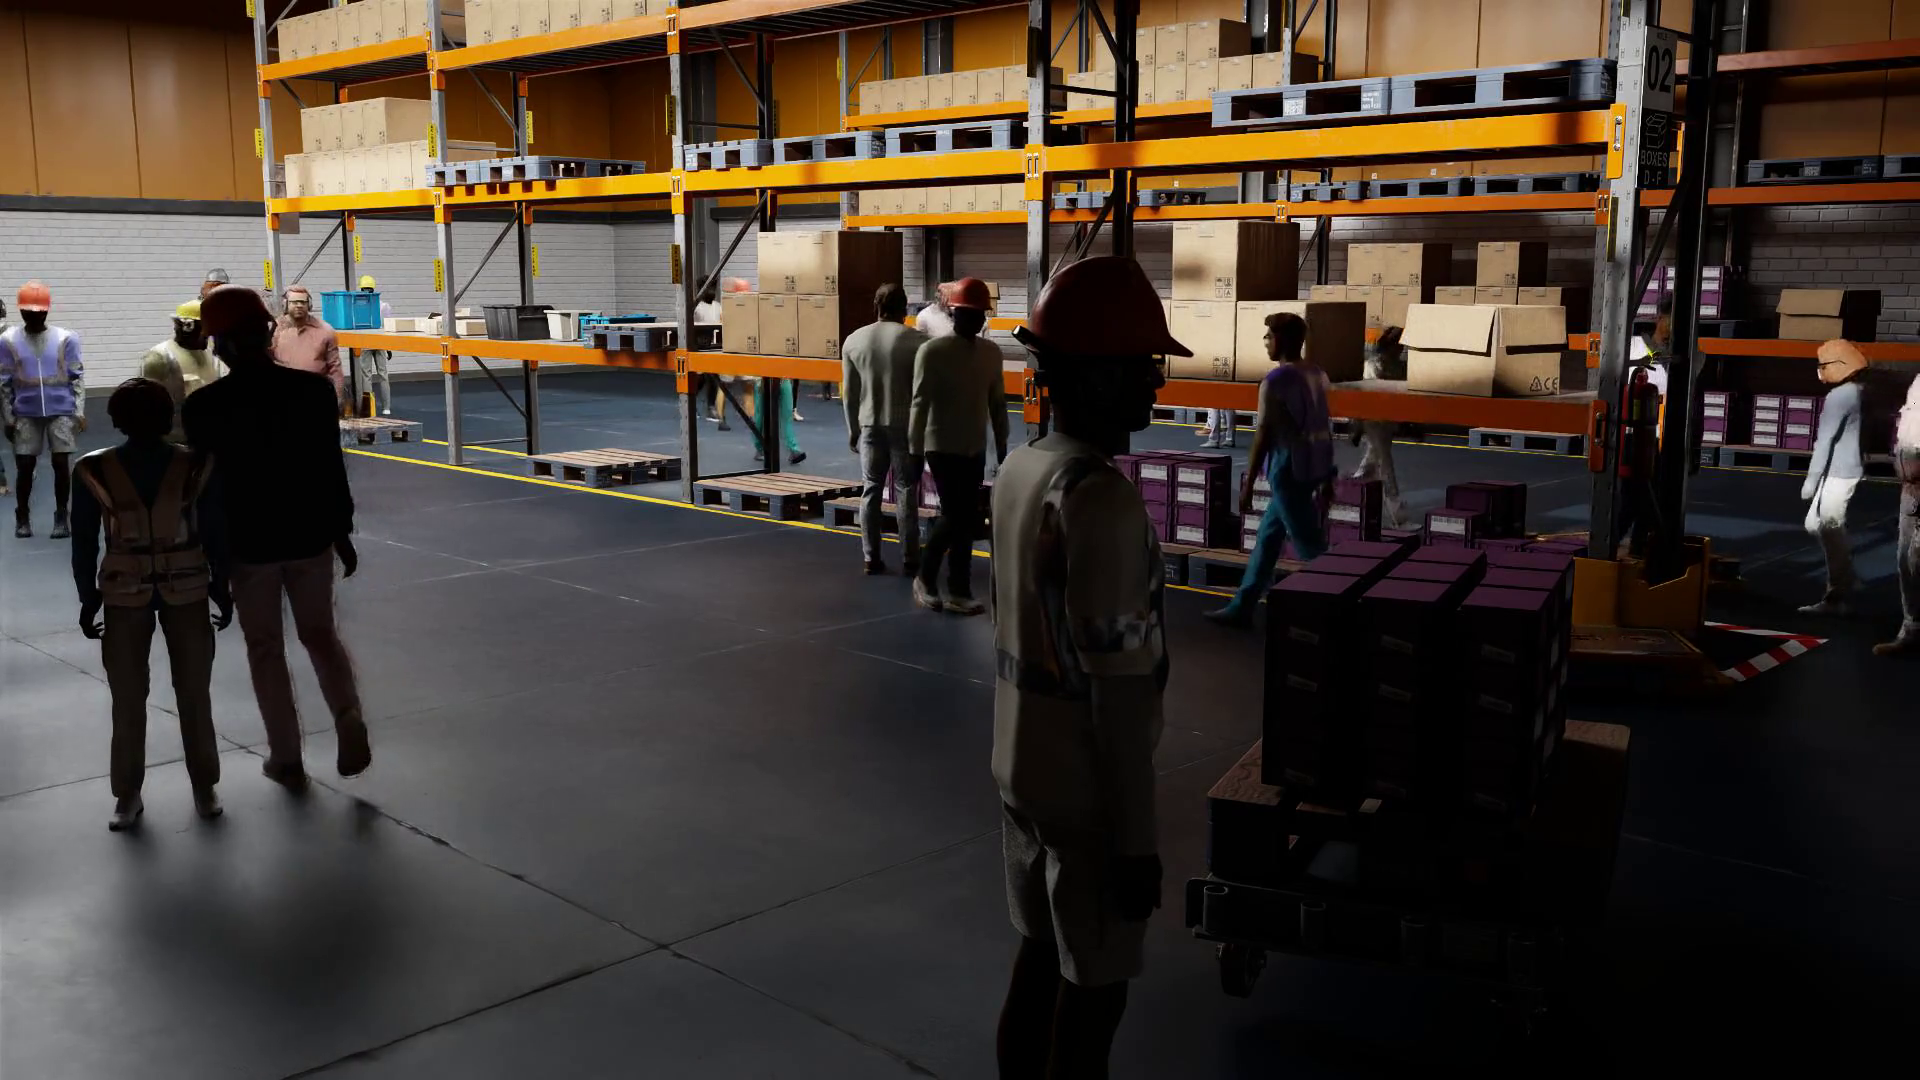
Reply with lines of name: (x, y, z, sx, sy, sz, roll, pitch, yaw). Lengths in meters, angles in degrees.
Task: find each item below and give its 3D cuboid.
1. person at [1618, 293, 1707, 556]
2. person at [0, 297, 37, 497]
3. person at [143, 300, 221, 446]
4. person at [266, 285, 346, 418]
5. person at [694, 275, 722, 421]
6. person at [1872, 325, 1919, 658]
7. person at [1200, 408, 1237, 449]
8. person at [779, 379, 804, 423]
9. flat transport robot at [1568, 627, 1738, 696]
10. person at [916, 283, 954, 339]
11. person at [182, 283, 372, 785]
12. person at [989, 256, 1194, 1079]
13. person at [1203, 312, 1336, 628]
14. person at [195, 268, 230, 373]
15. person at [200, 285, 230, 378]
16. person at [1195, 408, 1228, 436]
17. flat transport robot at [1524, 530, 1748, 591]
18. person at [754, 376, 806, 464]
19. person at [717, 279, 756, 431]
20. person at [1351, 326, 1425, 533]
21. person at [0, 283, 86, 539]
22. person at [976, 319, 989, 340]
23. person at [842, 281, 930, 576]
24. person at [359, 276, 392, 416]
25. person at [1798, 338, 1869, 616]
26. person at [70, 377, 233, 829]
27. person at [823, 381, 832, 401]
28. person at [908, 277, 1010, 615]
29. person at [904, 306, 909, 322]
person: (4.303, -0.605, 10.409, 0.653, 1.880, 0.469, -1, 9, -4)
person: (-8.663, -1.314, 15.005, 0.529, 1.796, 0.938, -4, 10, -23)
person: (-5.221, -0.706, 11.292, 0.403, 1.802, 0.639, 5, 10, 26)
person: (-5.508, -1.182, 13.956, 0.692, 1.876, 0.815, -6, 11, -31)
person: (-3.358, -2.528, 22.008, 0.492, 1.935, 0.646, 7, 12, 37)
person: (4.962, -0.247, 8.399, 0.463, 1.818, 0.640, 0, 9, 3)
person: (2.914, -1.910, 18.770, 0.533, 1.765, 0.329, -6, 11, -31)
person: (-2.269, -2.387, 21.929, 0.321, 1.689, 0.530, 8, 12, 40)
flat transport robot: (2.954, 0.568, 8.137, 1.431, 0.197, 0.652, 1, 9, 8)
person: (-0.235, -2.108, 19.686, 0.684, 1.871, 0.822, -3, 10, -19)
person: (-2.587, 0.013, 6.352, 0.637, 1.970, 0.622, -8, 12, -41)
person: (0.256, 0.476, 3.284, 0.377, 2.045, 0.605, -3, 10, -17)
person: (1.808, -0.339, 9.070, 1.000, 1.797, 0.579, 7, 12, 37)
person: (-9.426, -2.455, 21.267, 0.673, 2.000, 0.536, 4, 10, 21)
person: (-9.330, -2.288, 20.912, 0.439, 1.827, 0.630, -4, 10, -23)
person: (3.091, -2.216, 20.111, 0.359, 1.938, 0.635, 8, 12, 42)
flat transport robot: (4.328, 0.126, 10.852, 0.652, 0.197, 1.431, -4, 10, -21)
person: (-1.916, -1.642, 17.284, 0.532, 1.707, 0.956, -5, 11, -28)
person: (-2.736, -2.282, 20.708, 0.772, 1.894, 0.575, 7, 11, 35)
person: (3.248, -0.859, 12.839, 0.519, 1.591, 0.840, -7, 12, -37)
person: (-6.891, -0.953, 12.516, 0.586, 1.904, 0.538, -5, 10, -27)
person: (0.183, -2.570, 23.248, 0.493, 1.625, 0.281, -4, 10, -23)
person: (-0.467, -0.725, 10.973, 0.628, 1.939, 0.374, 3, 10, 17)
person: (-8.095, -2.657, 22.847, 0.585, 1.928, 0.368, -7, 11, -35)
person: (5.087, -0.358, 9.691, 0.333, 1.620, 0.505, 7, 12, 36)
person: (-2.932, 0.225, 6.067, 0.523, 1.636, 0.310, -4, 10, -25)
person: (-1.762, -2.943, 24.608, 0.558, 1.926, 0.627, -6, 11, -35)
person: (0.015, -0.529, 9.651, 0.637, 1.974, 0.451, -8, 13, -42)
person: (-0.623, -1.629, 17.128, 0.525, 1.737, 0.786, -7, 11, -35)
